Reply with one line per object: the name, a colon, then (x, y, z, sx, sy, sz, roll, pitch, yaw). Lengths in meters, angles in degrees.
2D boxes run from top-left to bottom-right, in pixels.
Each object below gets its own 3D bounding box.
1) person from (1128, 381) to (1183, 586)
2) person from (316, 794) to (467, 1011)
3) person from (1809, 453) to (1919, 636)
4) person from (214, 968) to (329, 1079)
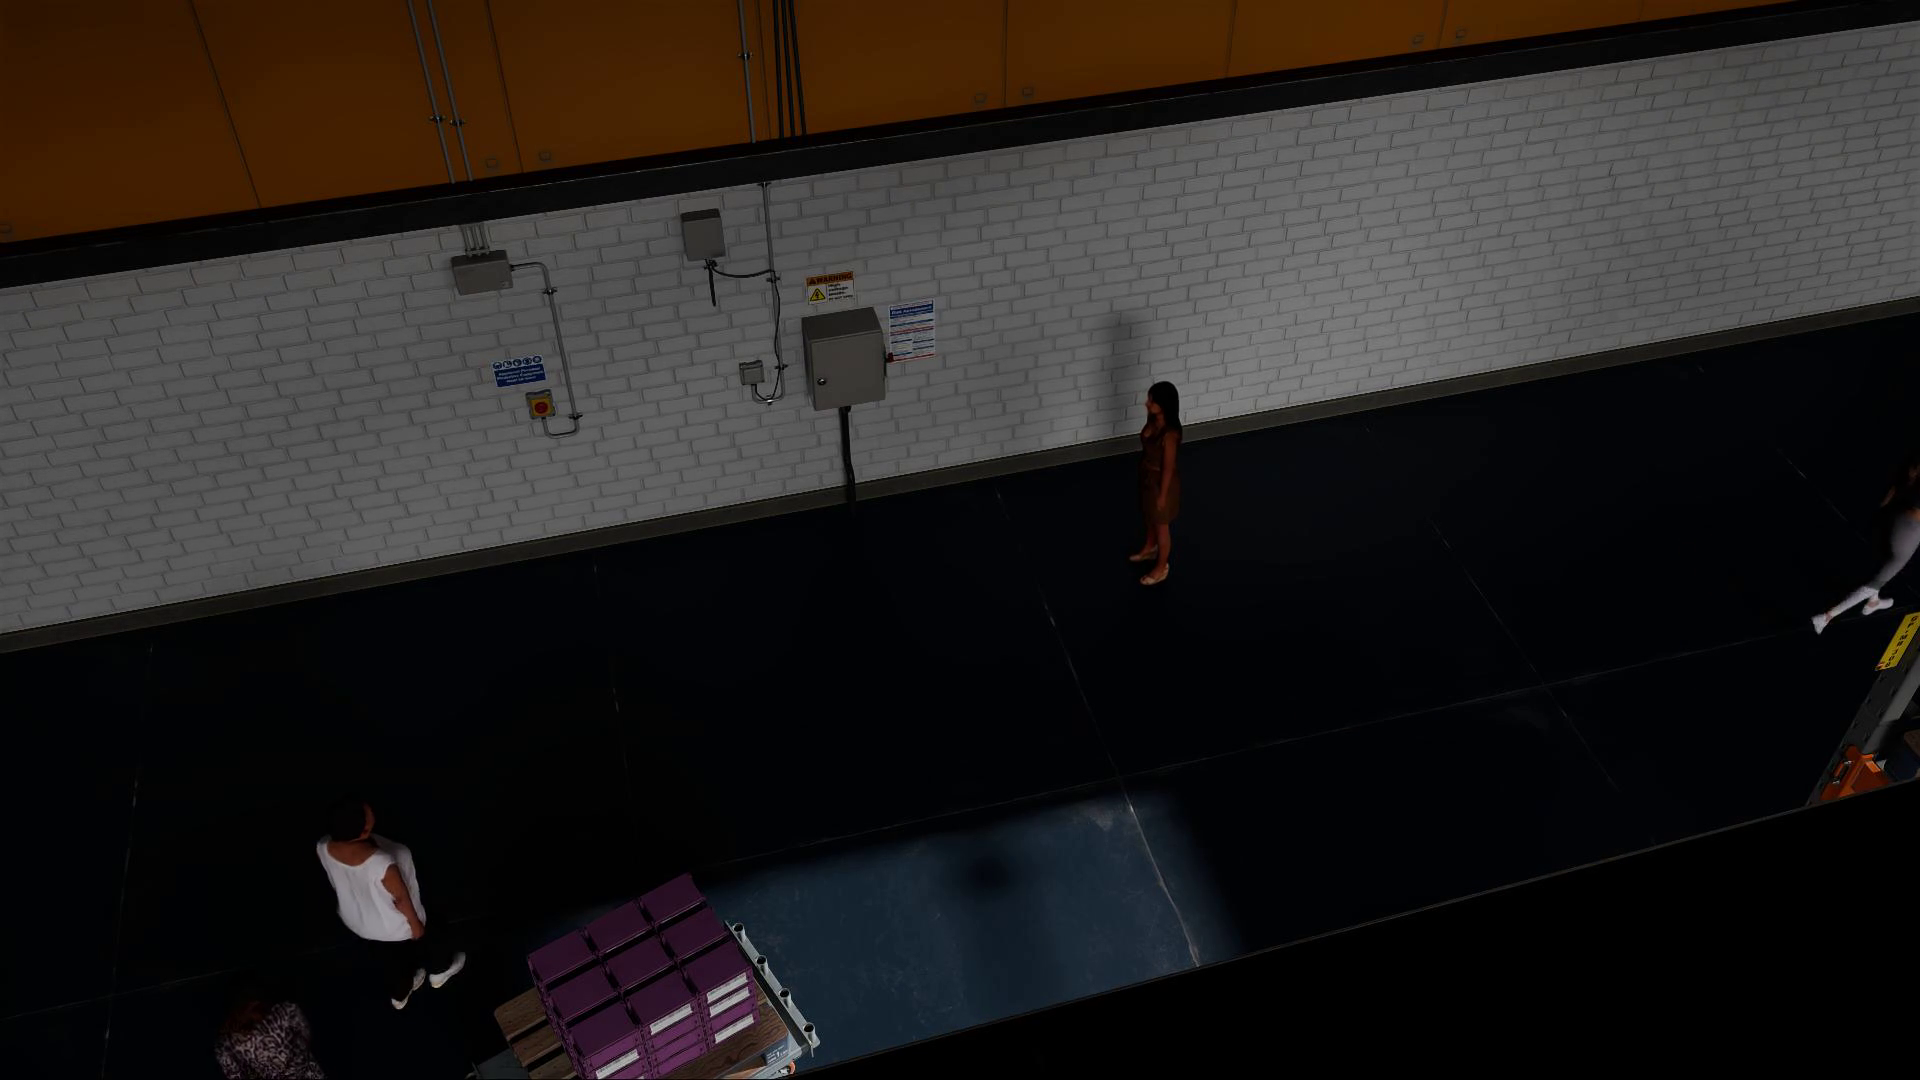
person: (1.347, -0.396, 11.279, 0.612, 1.687, 0.445, -12, 45, -12)
person: (-3.080, 1.976, 8.797, 0.835, 1.677, 0.888, 15, 46, 15)
person: (6.087, -0.018, 10.891, 0.674, 1.676, 1.029, -15, 46, -15)
person: (-3.202, 2.709, 8.040, 0.796, 1.659, 1.266, -23, 48, -22)
